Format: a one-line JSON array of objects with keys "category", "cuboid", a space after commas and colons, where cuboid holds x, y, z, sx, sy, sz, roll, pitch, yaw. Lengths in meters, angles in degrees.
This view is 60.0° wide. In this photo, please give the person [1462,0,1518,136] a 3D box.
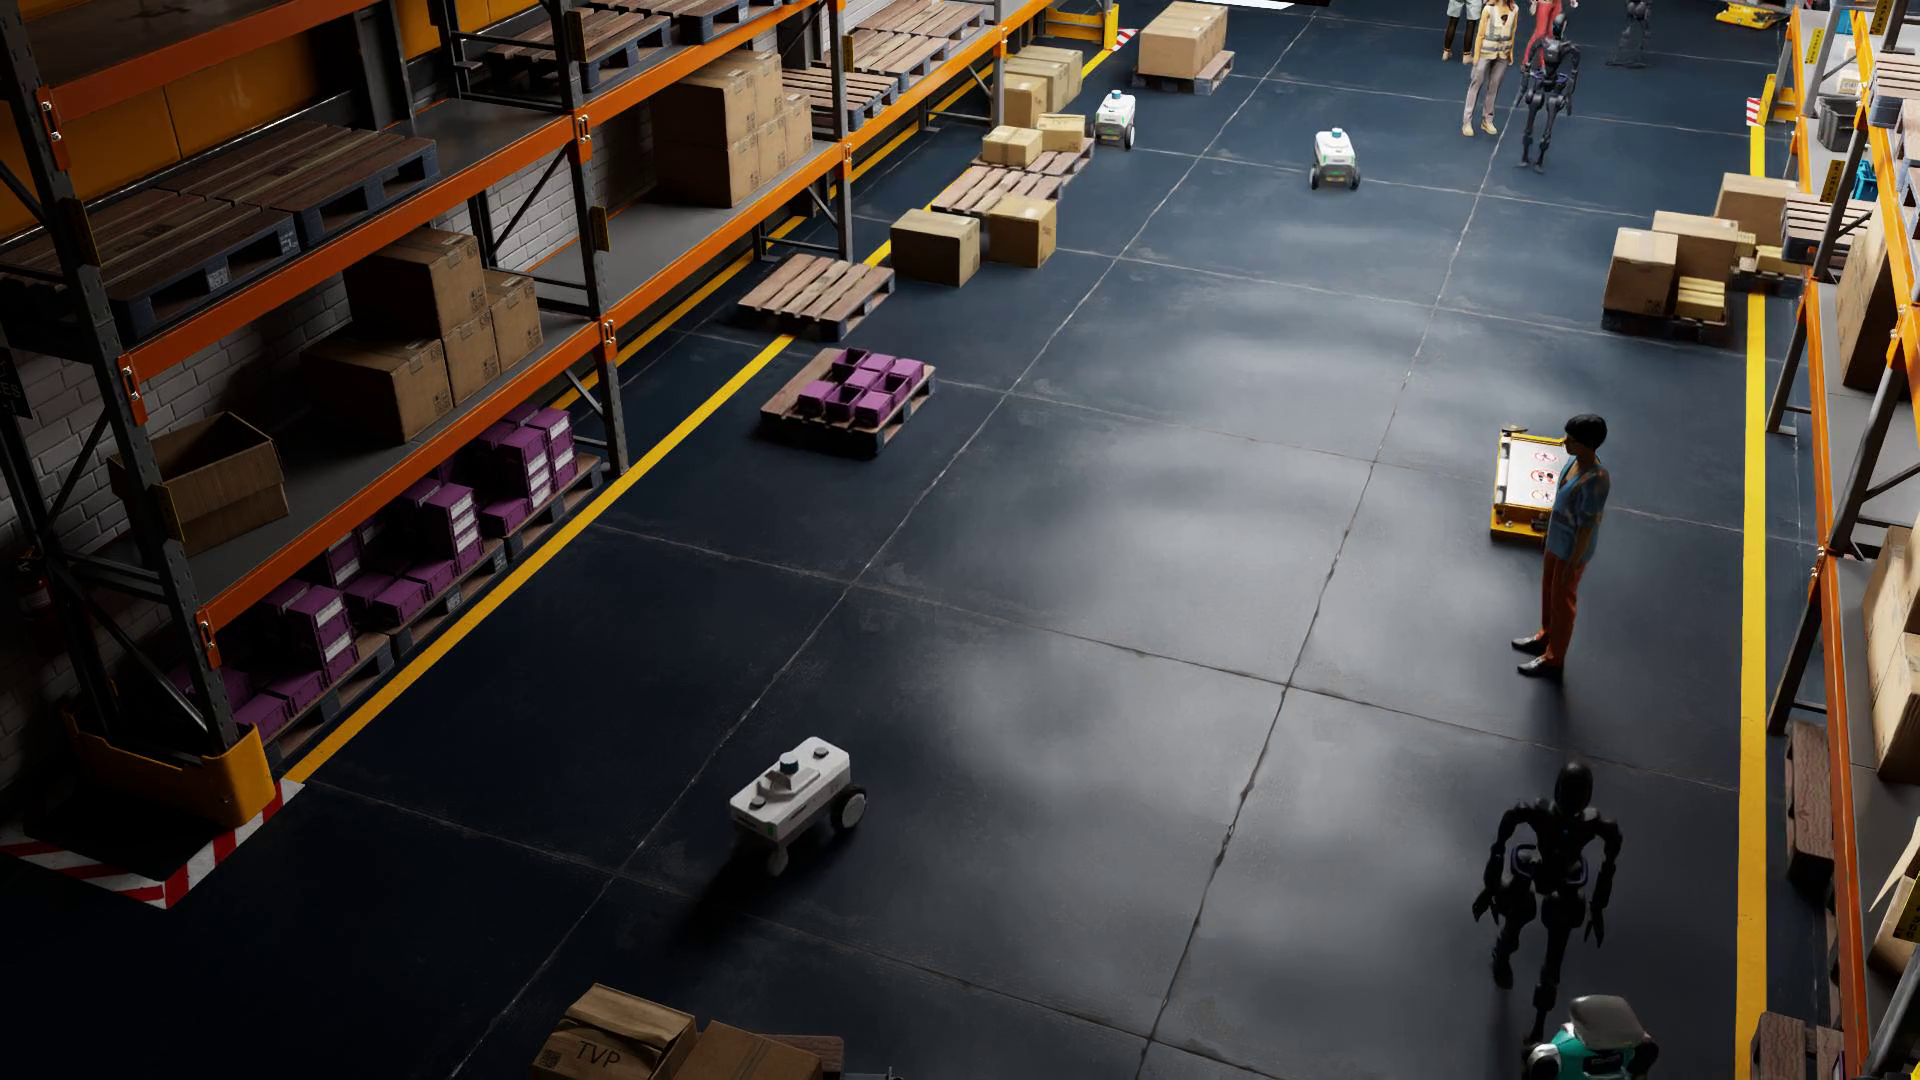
[{"category": "person", "cuboid": [5.959, -5.405, 18.564, 0.466, 1.777, 0.325, -6, 33, -9]}]

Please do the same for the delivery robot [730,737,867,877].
[{"category": "delivery robot", "cuboid": [-0.909, 1.421, 9.145, 0.499, 0.611, 0.809, 22, 39, 30]}]

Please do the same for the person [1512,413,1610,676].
[{"category": "person", "cuboid": [3.708, 0.026, 10.181, 0.329, 1.758, 0.503, 2, 33, 3]}]

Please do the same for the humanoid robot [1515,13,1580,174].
[{"category": "humanoid robot", "cuboid": [6.225, -4.740, 17.624, 0.590, 1.652, 0.330, 19, 37, 26]}]

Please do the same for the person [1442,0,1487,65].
[{"category": "person", "cuboid": [6.383, -6.844, 20.873, 0.533, 1.691, 0.320, 22, 39, 30]}]

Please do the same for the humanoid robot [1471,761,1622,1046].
[{"category": "humanoid robot", "cuboid": [2.725, 1.660, 7.760, 0.601, 1.625, 0.783, 8, 34, 12]}]

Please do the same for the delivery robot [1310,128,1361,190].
[{"category": "delivery robot", "cuboid": [3.954, -4.030, 17.571, 0.499, 0.601, 0.775, 2, 33, 3]}]

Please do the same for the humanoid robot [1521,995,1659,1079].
[{"category": "humanoid robot", "cuboid": [2.368, 2.563, 6.261, 0.561, 1.740, 0.955, -8, 34, -12]}]

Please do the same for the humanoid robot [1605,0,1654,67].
[{"category": "humanoid robot", "cuboid": [8.495, -6.704, 20.683, 0.590, 1.640, 0.584, 0, 33, 0]}]

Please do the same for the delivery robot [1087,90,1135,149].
[{"category": "delivery robot", "cuboid": [1.736, -4.732, 18.648, 0.499, 0.592, 0.774, 8, 34, 12]}]

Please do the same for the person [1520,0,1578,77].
[{"category": "person", "cuboid": [7.308, -6.586, 20.433, 0.552, 1.729, 0.447, -21, 38, -29]}]

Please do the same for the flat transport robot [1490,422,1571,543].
[{"category": "flat transport robot", "cuboid": [4.278, -0.412, 12.229, 0.659, 0.231, 1.431, 10, 34, 15]}]

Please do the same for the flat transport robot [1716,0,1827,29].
[{"category": "flat transport robot", "cuboid": [11.085, -7.327, 22.931, 1.431, 0.231, 0.659, -27, 41, -35]}]
